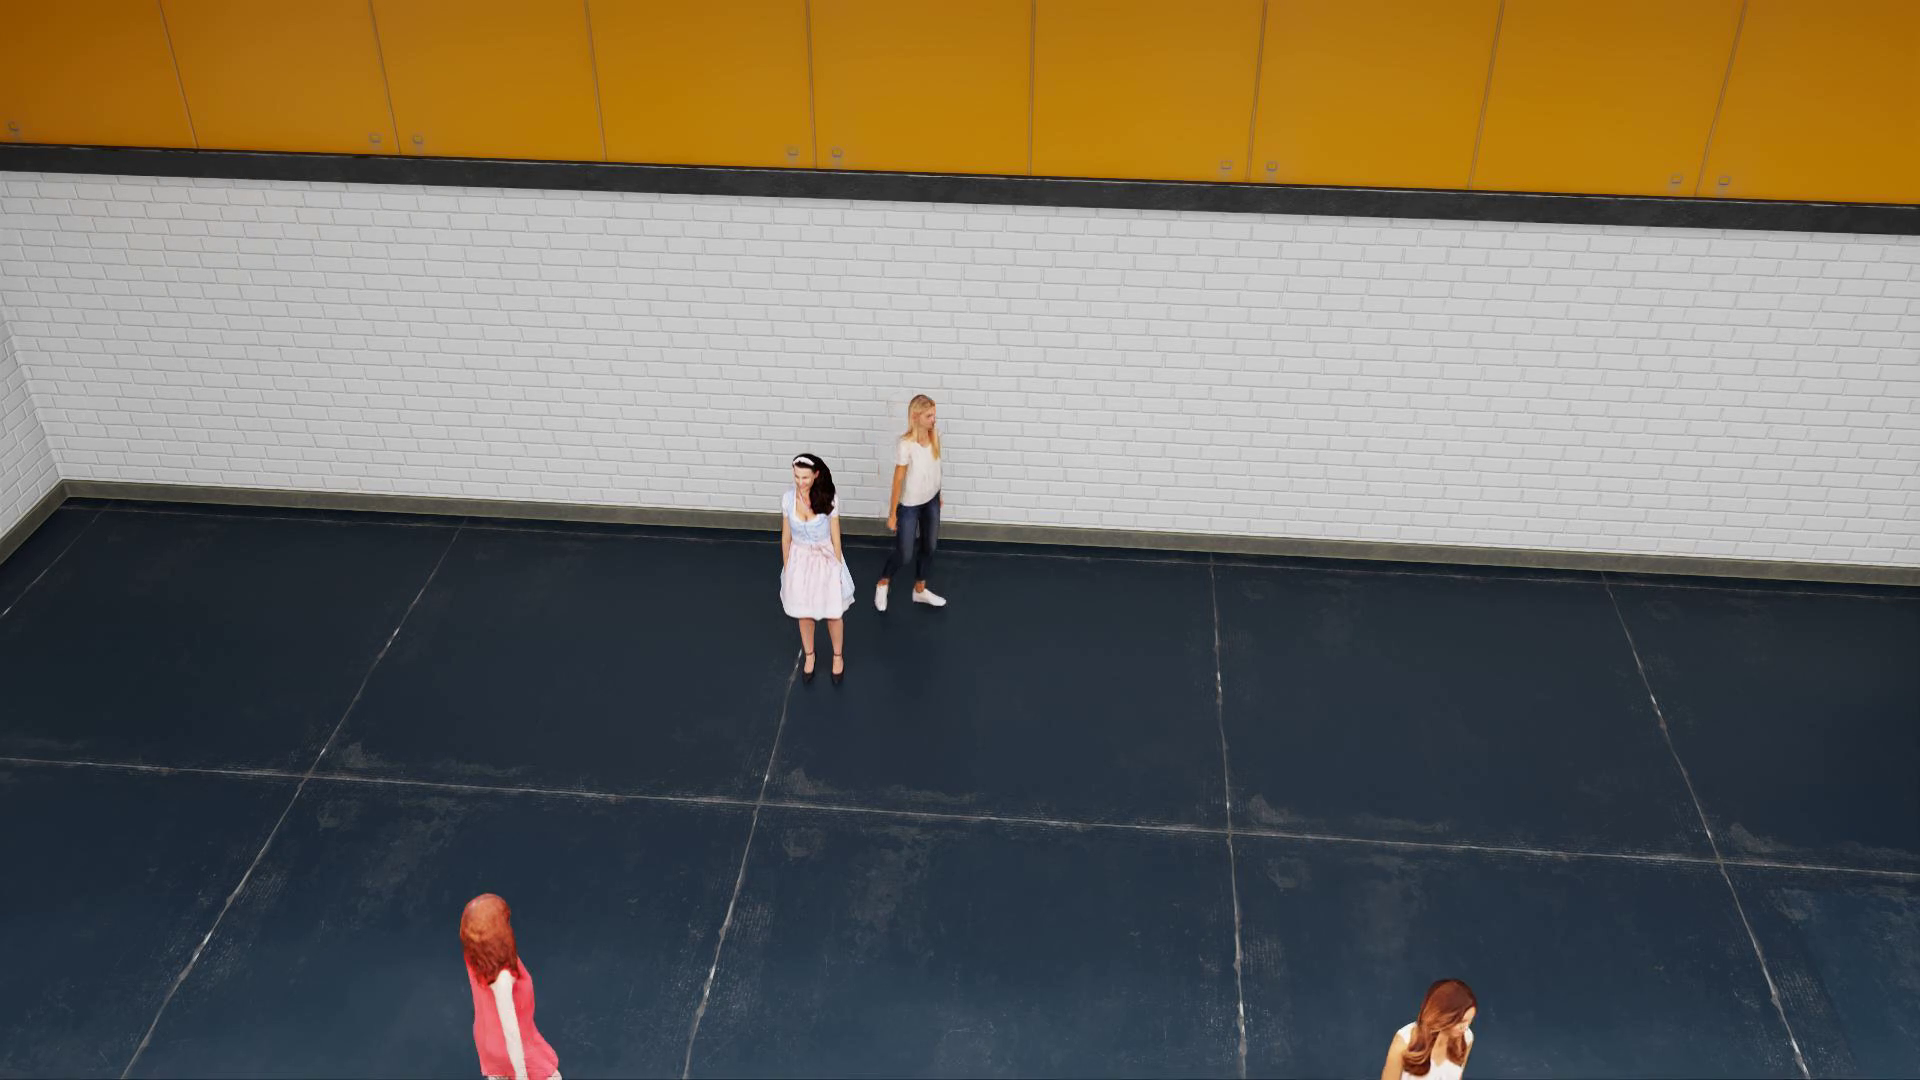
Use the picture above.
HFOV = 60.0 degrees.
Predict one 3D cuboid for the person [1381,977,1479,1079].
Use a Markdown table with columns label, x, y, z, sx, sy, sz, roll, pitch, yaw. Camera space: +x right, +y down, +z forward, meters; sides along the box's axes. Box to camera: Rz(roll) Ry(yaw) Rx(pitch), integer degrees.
| label | x | y | z | sx | sy | sz | roll | pitch | yaw |
| --- | --- | --- | --- | --- | --- | --- | --- | --- | --- |
| person | 2.026 | 2.612 | 7.709 | 0.776 | 1.759 | 1.002 | -5 | 34 | -7 |

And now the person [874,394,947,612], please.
| label | x | y | z | sx | sy | sz | roll | pitch | yaw |
| --- | --- | --- | --- | --- | --- | --- | --- | --- | --- |
| person | -0.365 | -0.255 | 11.992 | 0.842 | 1.793 | 0.910 | -27 | 42 | -34 |

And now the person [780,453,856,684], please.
| label | x | y | z | sx | sy | sz | roll | pitch | yaw |
| --- | --- | --- | --- | --- | --- | --- | --- | --- | --- |
| person | -0.987 | 0.197 | 11.296 | 0.692 | 1.810 | 0.716 | 4 | 34 | 6 |

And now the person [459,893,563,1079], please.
| label | x | y | z | sx | sy | sz | roll | pitch | yaw |
| --- | --- | --- | --- | --- | --- | --- | --- | --- | --- |
| person | -2.229 | 2.432 | 7.946 | 1.049 | 1.797 | 0.990 | -24 | 41 | -32 |
